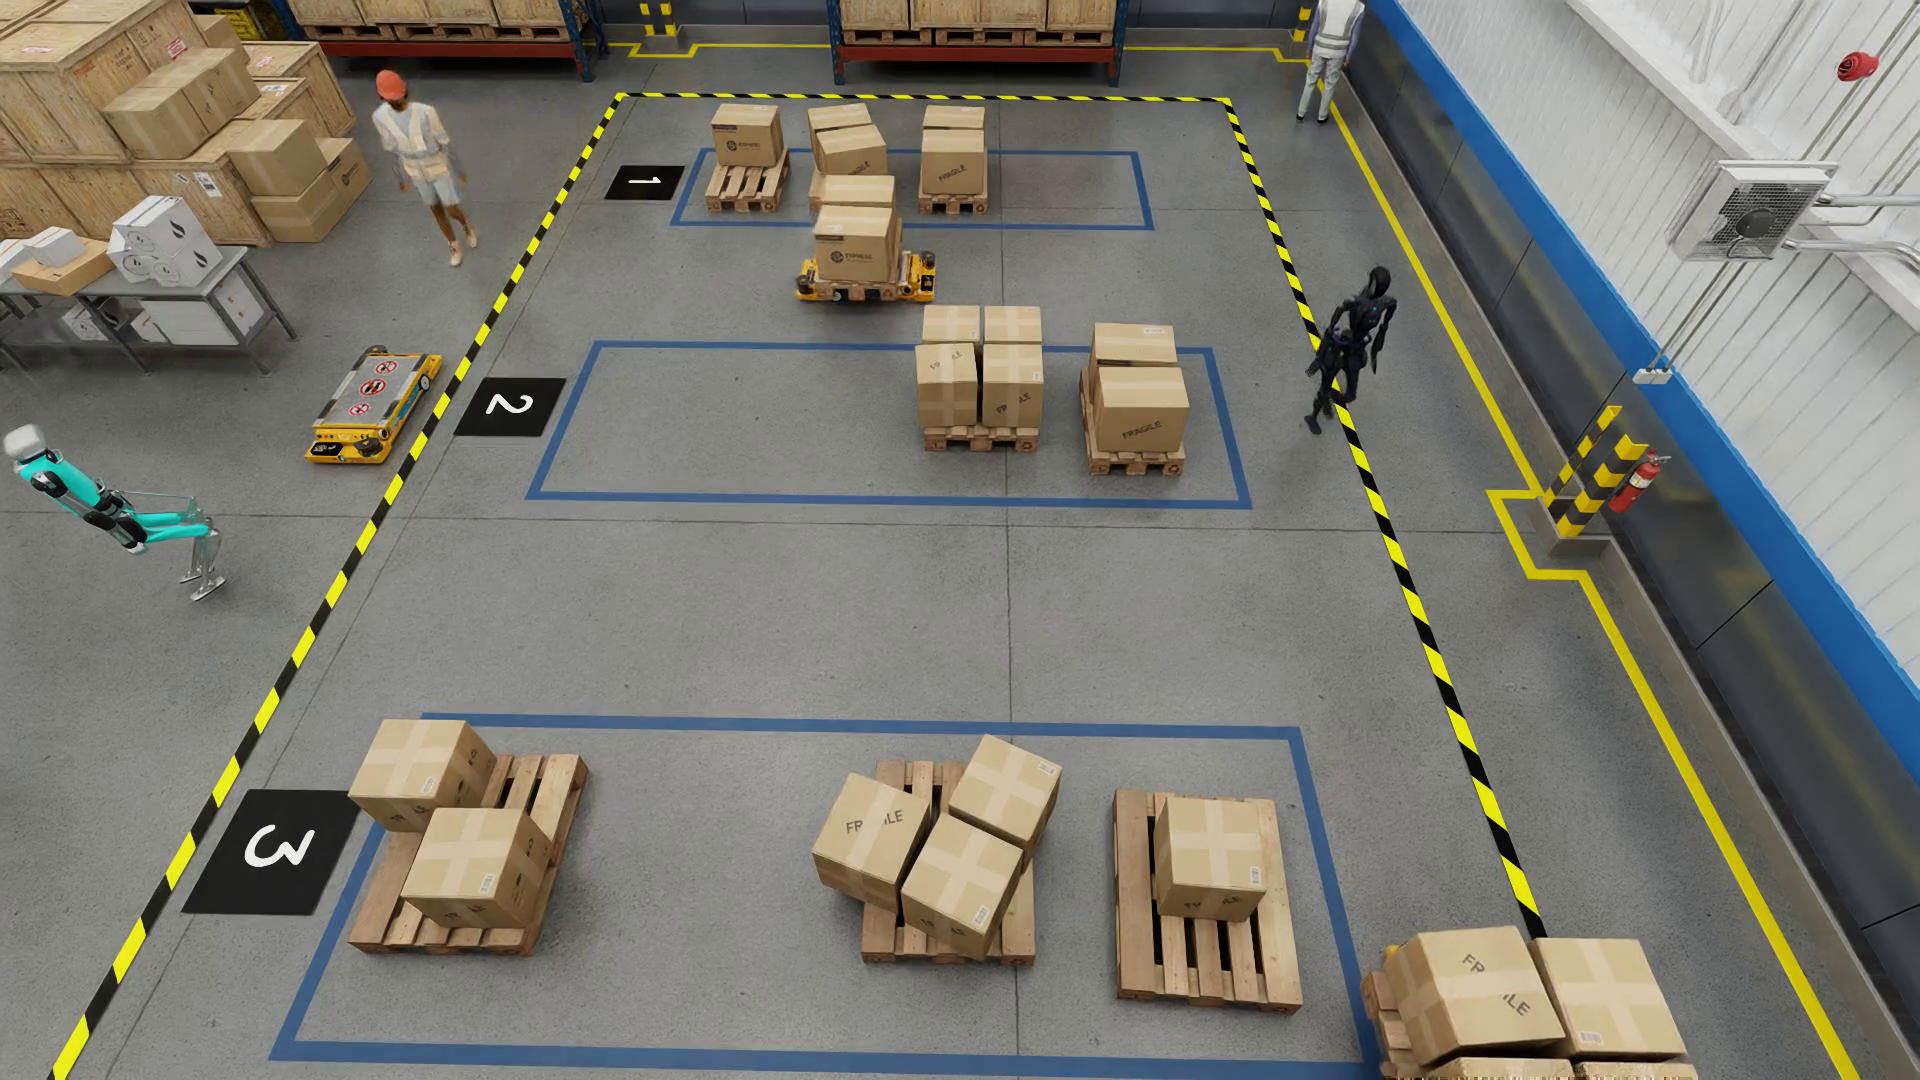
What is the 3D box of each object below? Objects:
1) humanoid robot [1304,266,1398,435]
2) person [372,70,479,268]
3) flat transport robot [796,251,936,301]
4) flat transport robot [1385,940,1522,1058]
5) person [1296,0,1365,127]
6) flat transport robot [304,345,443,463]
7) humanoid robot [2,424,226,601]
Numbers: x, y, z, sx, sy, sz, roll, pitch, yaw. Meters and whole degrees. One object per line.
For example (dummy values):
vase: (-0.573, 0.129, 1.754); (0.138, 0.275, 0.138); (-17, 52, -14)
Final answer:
humanoid robot: (3.280, -1.605, 7.800); (0.609, 1.642, 0.374); (-7, 50, -6)
person: (-5.469, -3.772, 9.405); (0.671, 2.033, 0.468); (-6, 50, -5)
flat transport robot: (-0.981, -2.816, 9.732); (1.431, 0.197, 0.652); (1, 50, 1)
flat transport robot: (2.820, 2.912, 4.884); (0.652, 0.197, 1.431); (1, 50, 1)
person: (4.677, -6.203, 11.596); (0.589, 1.824, 0.404); (21, 53, 17)
flat transport robot: (-5.383, -1.269, 8.441); (0.659, 0.231, 1.431); (1, 50, 1)
humanoid robot: (-5.804, -0.237, 6.521); (0.735, 1.671, 0.533); (-36, 59, -26)
